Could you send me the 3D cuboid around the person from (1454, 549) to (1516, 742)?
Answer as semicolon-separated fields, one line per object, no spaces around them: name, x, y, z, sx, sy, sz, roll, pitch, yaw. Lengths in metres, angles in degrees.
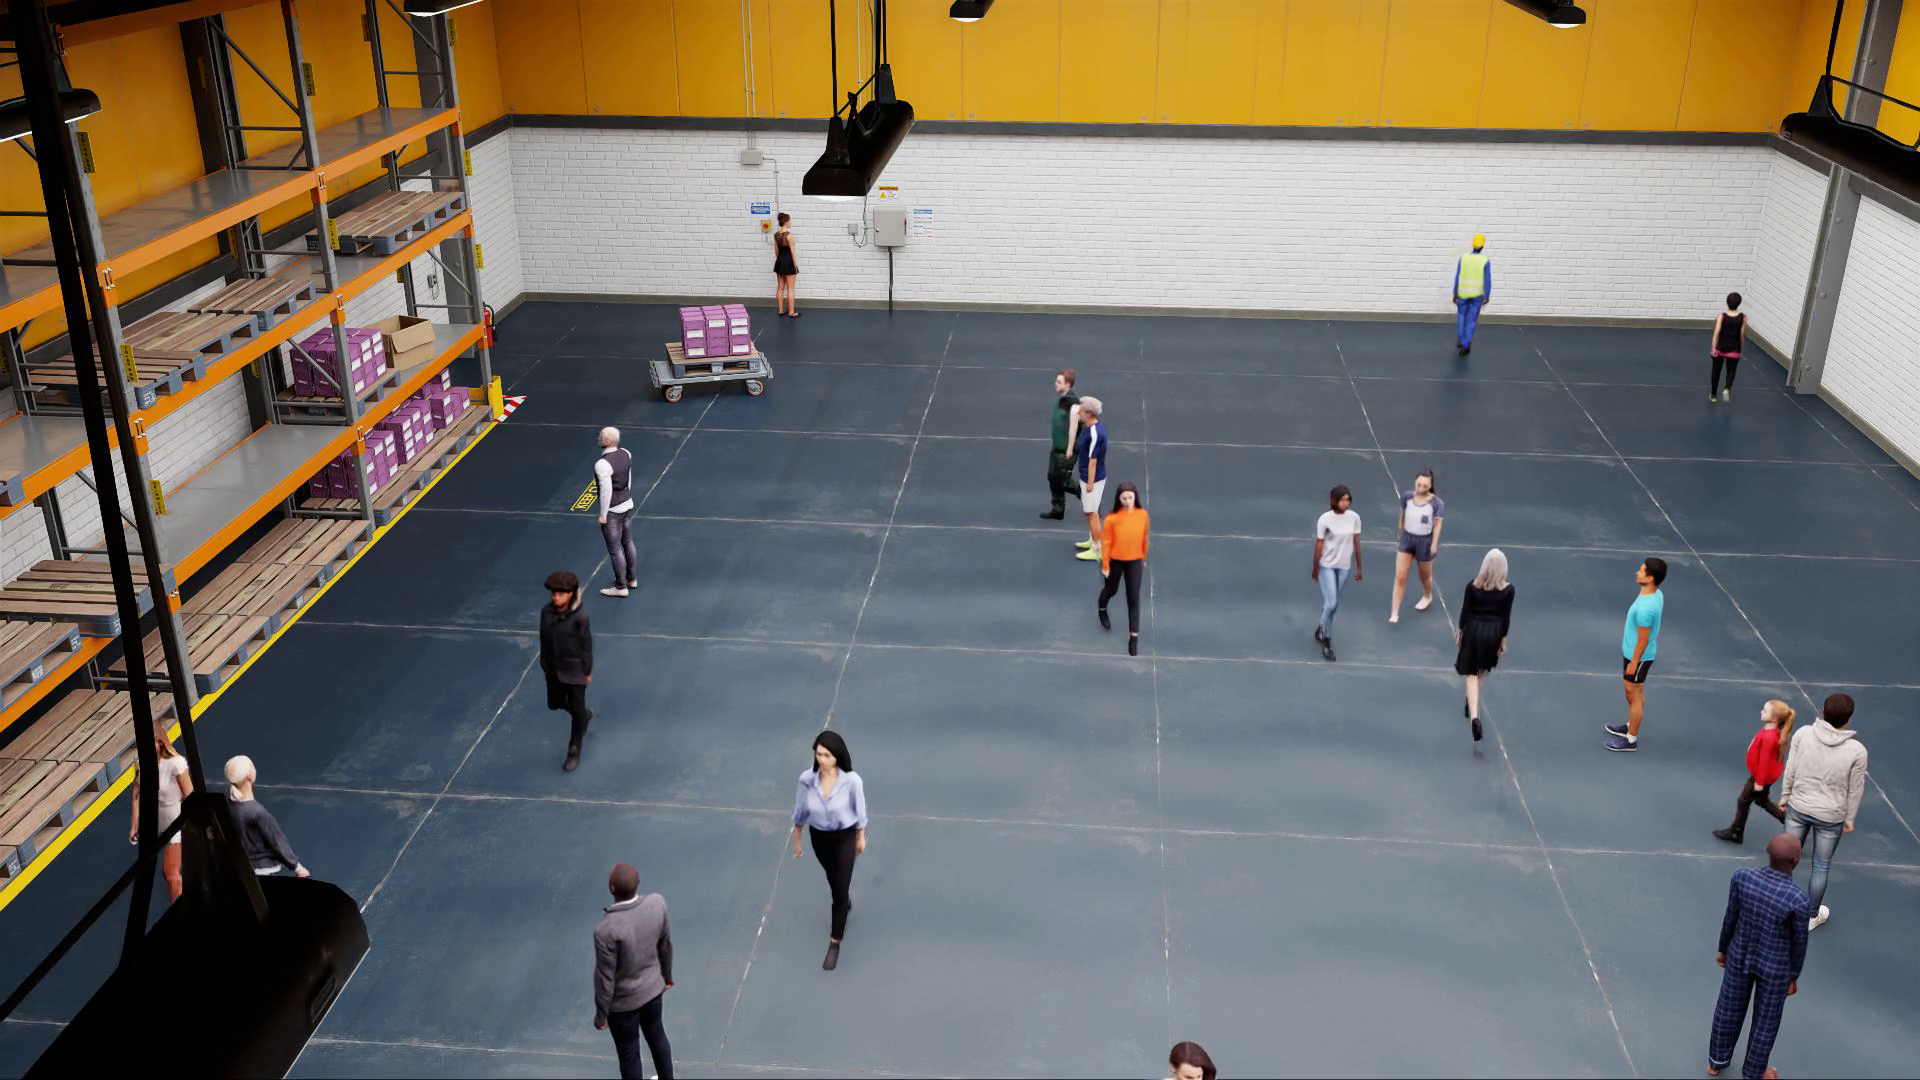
person;4.526;0.929;14.410;0.647;1.713;1.114;4;24;10

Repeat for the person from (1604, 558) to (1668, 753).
person;5.824;0.974;14.229;0.741;1.776;0.592;11;26;23

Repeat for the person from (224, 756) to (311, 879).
person;-4.833;2.311;11.300;1.004;1.673;1.208;17;29;34

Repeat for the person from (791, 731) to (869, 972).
person;-0.872;2.086;11.775;0.769;1.703;1.129;5;24;11

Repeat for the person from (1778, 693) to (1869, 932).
person;6.136;1.935;11.935;0.760;1.852;0.769;17;29;34

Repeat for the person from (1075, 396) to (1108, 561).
person;1.433;-0.684;17.957;0.702;1.827;0.513;1;24;2

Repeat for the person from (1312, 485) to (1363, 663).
person;3.562;0.247;15.982;0.768;1.704;0.909;-8;25;-18

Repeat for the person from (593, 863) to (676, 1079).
person;-1.974;2.752;10.110;0.868;1.817;0.774;21;31;39

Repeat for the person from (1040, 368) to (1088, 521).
person;1.264;-1.059;18.819;0.886;1.825;0.938;-5;24;-12

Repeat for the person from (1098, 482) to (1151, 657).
person;1.547;0.202;16.088;0.849;1.702;1.212;-6;24;-13

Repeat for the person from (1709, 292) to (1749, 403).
person;10.480;-2.596;22.691;0.653;1.539;0.775;8;25;18

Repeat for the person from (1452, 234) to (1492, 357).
person;7.571;-3.626;24.725;0.843;1.798;0.923;12;26;25

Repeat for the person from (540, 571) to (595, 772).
person;-3.302;1.045;14.078;0.736;1.767;0.960;7;24;15

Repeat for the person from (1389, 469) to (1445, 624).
person;4.600;0.026;16.605;0.939;1.609;1.132;18;29;35

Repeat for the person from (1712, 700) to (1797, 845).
person;6.290;1.833;12.901;0.788;1.266;0.843;14;27;29

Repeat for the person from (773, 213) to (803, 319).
person;-2.798;-4.411;26.664;0.674;1.683;0.708;17;29;33

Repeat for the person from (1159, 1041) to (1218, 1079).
person;1.112;3.350;8.769;0.779;1.795;0.925;-3;24;-6

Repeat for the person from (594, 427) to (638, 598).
person;-3.539;-0.302;17.089;0.805;1.822;0.626;8;25;18

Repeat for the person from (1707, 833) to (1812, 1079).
person;5.004;2.626;10.396;0.809;1.820;0.764;-22;32;-40

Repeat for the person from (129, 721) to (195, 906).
person;-5.621;1.996;12.032;0.744;1.662;0.966;10;26;22
